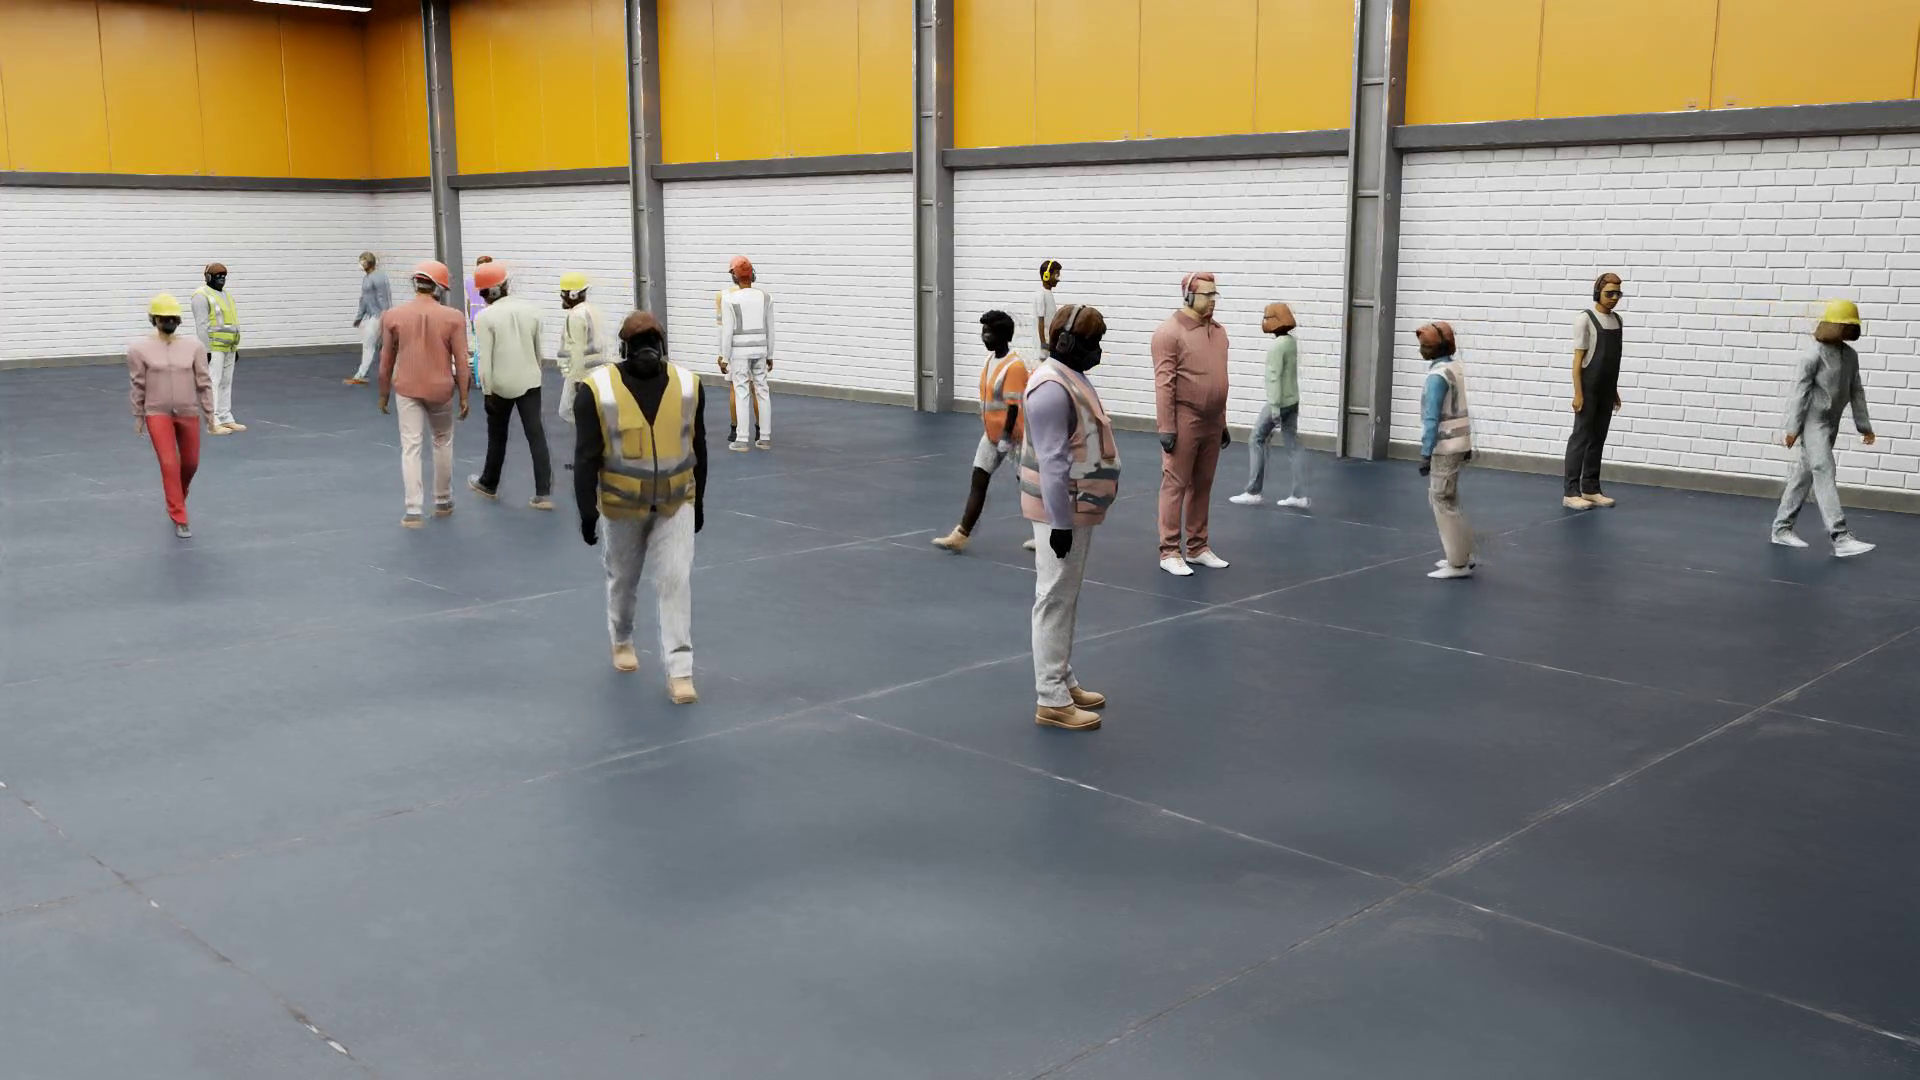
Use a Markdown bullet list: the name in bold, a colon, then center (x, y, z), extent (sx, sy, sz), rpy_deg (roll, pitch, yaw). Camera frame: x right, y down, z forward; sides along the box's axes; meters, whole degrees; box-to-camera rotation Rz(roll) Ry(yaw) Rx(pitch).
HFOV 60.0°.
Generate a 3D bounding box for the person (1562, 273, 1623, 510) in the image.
- **person**: center (4.977, -1.161, 13.011), extent (0.511, 1.842, 0.327), rpy_deg (-6, 12, -31)

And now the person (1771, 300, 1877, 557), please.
- **person**: center (5.844, -0.743, 11.119), extent (0.499, 1.699, 0.866), rpy_deg (-7, 12, -32)

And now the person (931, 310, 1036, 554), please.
- **person**: center (0.285, -0.710, 11.096), extent (0.912, 1.636, 0.538), rpy_deg (-5, 12, -25)

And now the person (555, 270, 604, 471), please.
- **person**: center (-3.404, -1.509, 14.977), extent (0.433, 1.817, 0.606), rpy_deg (1, 10, 3)

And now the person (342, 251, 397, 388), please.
- **person**: center (-8.285, -3.074, 23.296), extent (0.957, 1.897, 0.643), rpy_deg (-6, 12, -29)

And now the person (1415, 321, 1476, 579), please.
- **person**: center (3.000, -0.548, 10.295), extent (0.423, 1.606, 0.538), rpy_deg (5, 11, 24)

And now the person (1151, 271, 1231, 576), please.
- **person**: center (1.494, -0.739, 10.539), extent (0.643, 1.909, 0.411), rpy_deg (-10, 14, -43)

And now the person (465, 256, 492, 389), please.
- **person**: center (-6.570, -2.998, 23.020), extent (0.564, 1.846, 0.389), rpy_deg (4, 11, 22)

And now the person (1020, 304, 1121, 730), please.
- **person**: center (0.485, -0.107, 7.293), extent (0.429, 1.837, 0.620), rpy_deg (2, 11, 11)

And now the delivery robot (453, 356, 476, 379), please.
- **delivery robot**: center (-7.087, -2.471, 23.419), extent (0.707, 0.478, 0.477), rpy_deg (7, 13, 34)

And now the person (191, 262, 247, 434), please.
- **person**: center (-7.995, -2.067, 17.968), extent (0.430, 1.841, 0.623), rpy_deg (1, 10, 6)

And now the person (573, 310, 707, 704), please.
- **person**: center (-1.510, -0.191, 7.874), extent (0.642, 1.800, 0.956), rpy_deg (-4, 11, -21)

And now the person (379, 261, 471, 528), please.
- **person**: center (-3.975, -1.099, 12.411), extent (0.632, 1.931, 0.931), rpy_deg (-3, 11, -15)

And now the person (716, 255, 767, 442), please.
- **person**: center (-2.248, -1.976, 17.225), extent (0.543, 1.930, 0.372), rpy_deg (-2, 11, -12)

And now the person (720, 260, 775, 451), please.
- **person**: center (-2.105, -1.823, 16.507), extent (0.573, 1.886, 0.353), rpy_deg (-7, 12, -32)

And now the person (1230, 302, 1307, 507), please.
- **person**: center (2.446, -1.058, 13.104), extent (0.704, 1.610, 0.515), rpy_deg (7, 12, 33)

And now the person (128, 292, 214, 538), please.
- **person**: center (-5.670, -0.914, 11.964), extent (0.528, 1.742, 0.761), rpy_deg (-8, 13, -36)

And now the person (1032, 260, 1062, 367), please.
- **person**: center (0.945, -2.076, 17.974), extent (0.329, 1.857, 0.511), rpy_deg (2, 11, 9)

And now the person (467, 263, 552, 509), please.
- **person**: center (-3.564, -1.216, 13.118), extent (0.647, 1.910, 1.054), rpy_deg (-10, 15, -44)
